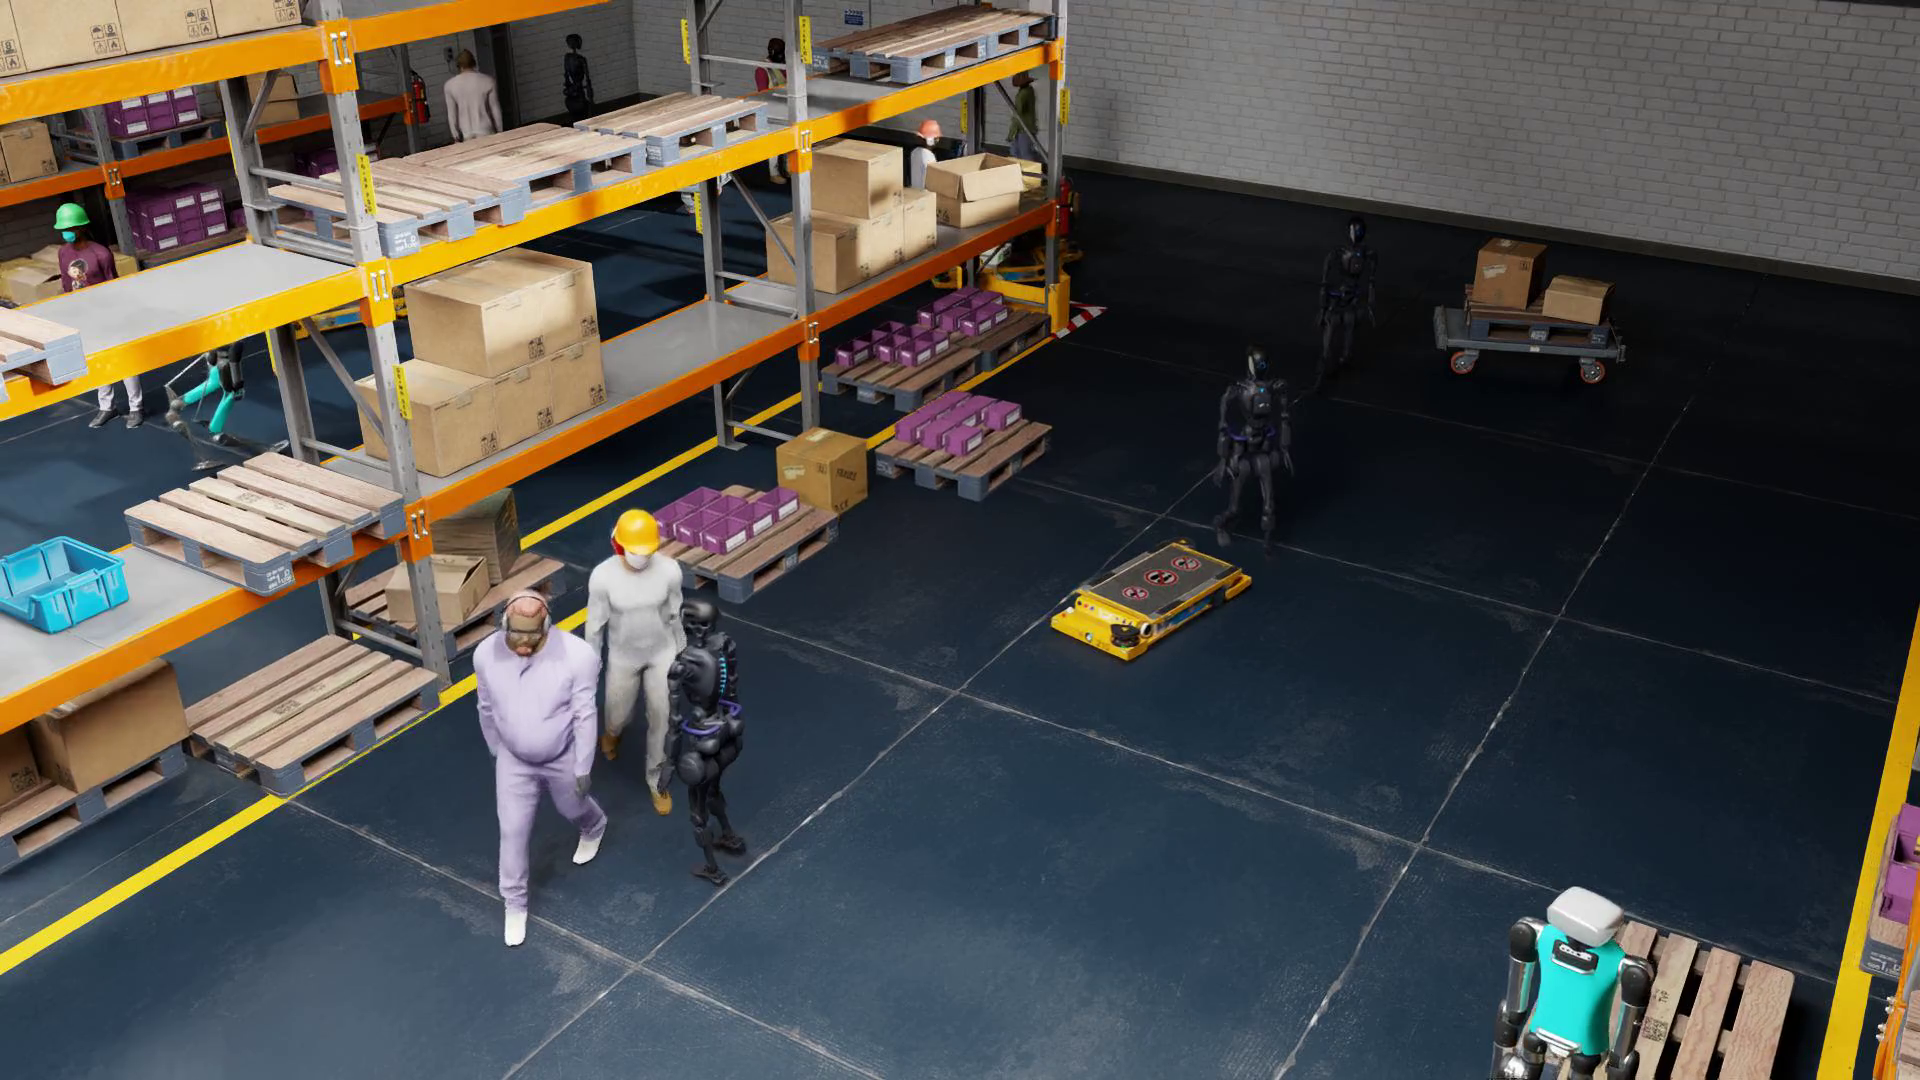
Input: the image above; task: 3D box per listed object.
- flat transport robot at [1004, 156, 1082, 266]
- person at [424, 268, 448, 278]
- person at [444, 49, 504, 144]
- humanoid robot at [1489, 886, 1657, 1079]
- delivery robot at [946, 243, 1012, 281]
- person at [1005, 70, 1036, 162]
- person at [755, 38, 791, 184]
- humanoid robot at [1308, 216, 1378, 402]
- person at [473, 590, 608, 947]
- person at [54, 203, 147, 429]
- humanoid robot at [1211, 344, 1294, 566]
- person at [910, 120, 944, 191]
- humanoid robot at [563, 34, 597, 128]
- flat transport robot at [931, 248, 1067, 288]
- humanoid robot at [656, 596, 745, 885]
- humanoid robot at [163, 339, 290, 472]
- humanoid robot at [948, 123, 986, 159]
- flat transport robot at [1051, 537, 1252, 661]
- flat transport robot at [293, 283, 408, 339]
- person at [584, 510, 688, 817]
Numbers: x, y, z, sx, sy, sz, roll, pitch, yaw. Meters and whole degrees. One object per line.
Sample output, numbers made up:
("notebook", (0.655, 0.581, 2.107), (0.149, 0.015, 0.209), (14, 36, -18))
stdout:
("flat transport robot", (0.617, -3.331, 18.762), (1.431, 0.231, 0.659), (22, 34, 36))
("person", (-4.153, -1.488, 13.414), (0.568, 1.833, 0.378), (7, 28, 14))
("person", (-5.890, -4.986, 20.215), (0.629, 1.908, 0.864), (-1, 27, -1))
("humanoid robot", (2.135, 2.226, 6.239), (0.571, 1.809, 0.809), (21, 34, 35))
("delivery robot", (0.176, -3.040, 17.870), (0.791, 0.592, 0.499), (12, 29, 22))
("person", (0.698, -5.097, 20.735), (0.672, 1.609, 0.511), (8, 28, 15))
("person", (-2.313, -5.506, 21.325), (0.430, 1.831, 0.638), (19, 33, 33))
("humanoid robot", (3.387, -2.078, 14.777), (0.590, 1.644, 0.498), (-8, 28, -16))
("person", (-2.098, 1.032, 8.403), (0.642, 1.863, 0.875), (-1, 27, -1))
("person", (-7.294, -1.901, 14.088), (0.490, 1.951, 0.419), (3, 27, 5))
("humanoid robot", (2.092, -0.643, 11.945), (0.608, 1.643, 0.640), (-8, 28, -16))
("person", (-0.295, -3.613, 17.716), (0.765, 1.714, 0.580), (-11, 29, -21))
("humanoid robot", (-5.130, -5.951, 22.352), (0.315, 1.657, 0.599), (-24, 36, -39))
("flat transport robot", (0.390, -2.931, 17.973), (1.431, 0.231, 0.659), (-4, 27, -8))
("humanoid robot", (-1.351, 1.041, 8.592), (0.379, 1.652, 0.603), (14, 30, 26))
("humanoid robot", (-5.929, -1.285, 13.110), (1.014, 1.726, 0.539), (-22, 34, -36))
("humanoid robot", (0.015, -3.754, 18.052), (0.609, 1.632, 0.451), (23, 35, 38))
("flat transport robot", (1.336, 0.385, 11.440), (0.659, 0.231, 1.431), (23, 35, 37))
("flat transport robot", (-6.193, -2.331, 16.791), (1.431, 0.231, 0.659), (-20, 33, -34))
("person", (-1.800, 0.607, 9.242), (0.576, 1.865, 0.675), (-9, 28, -17))
